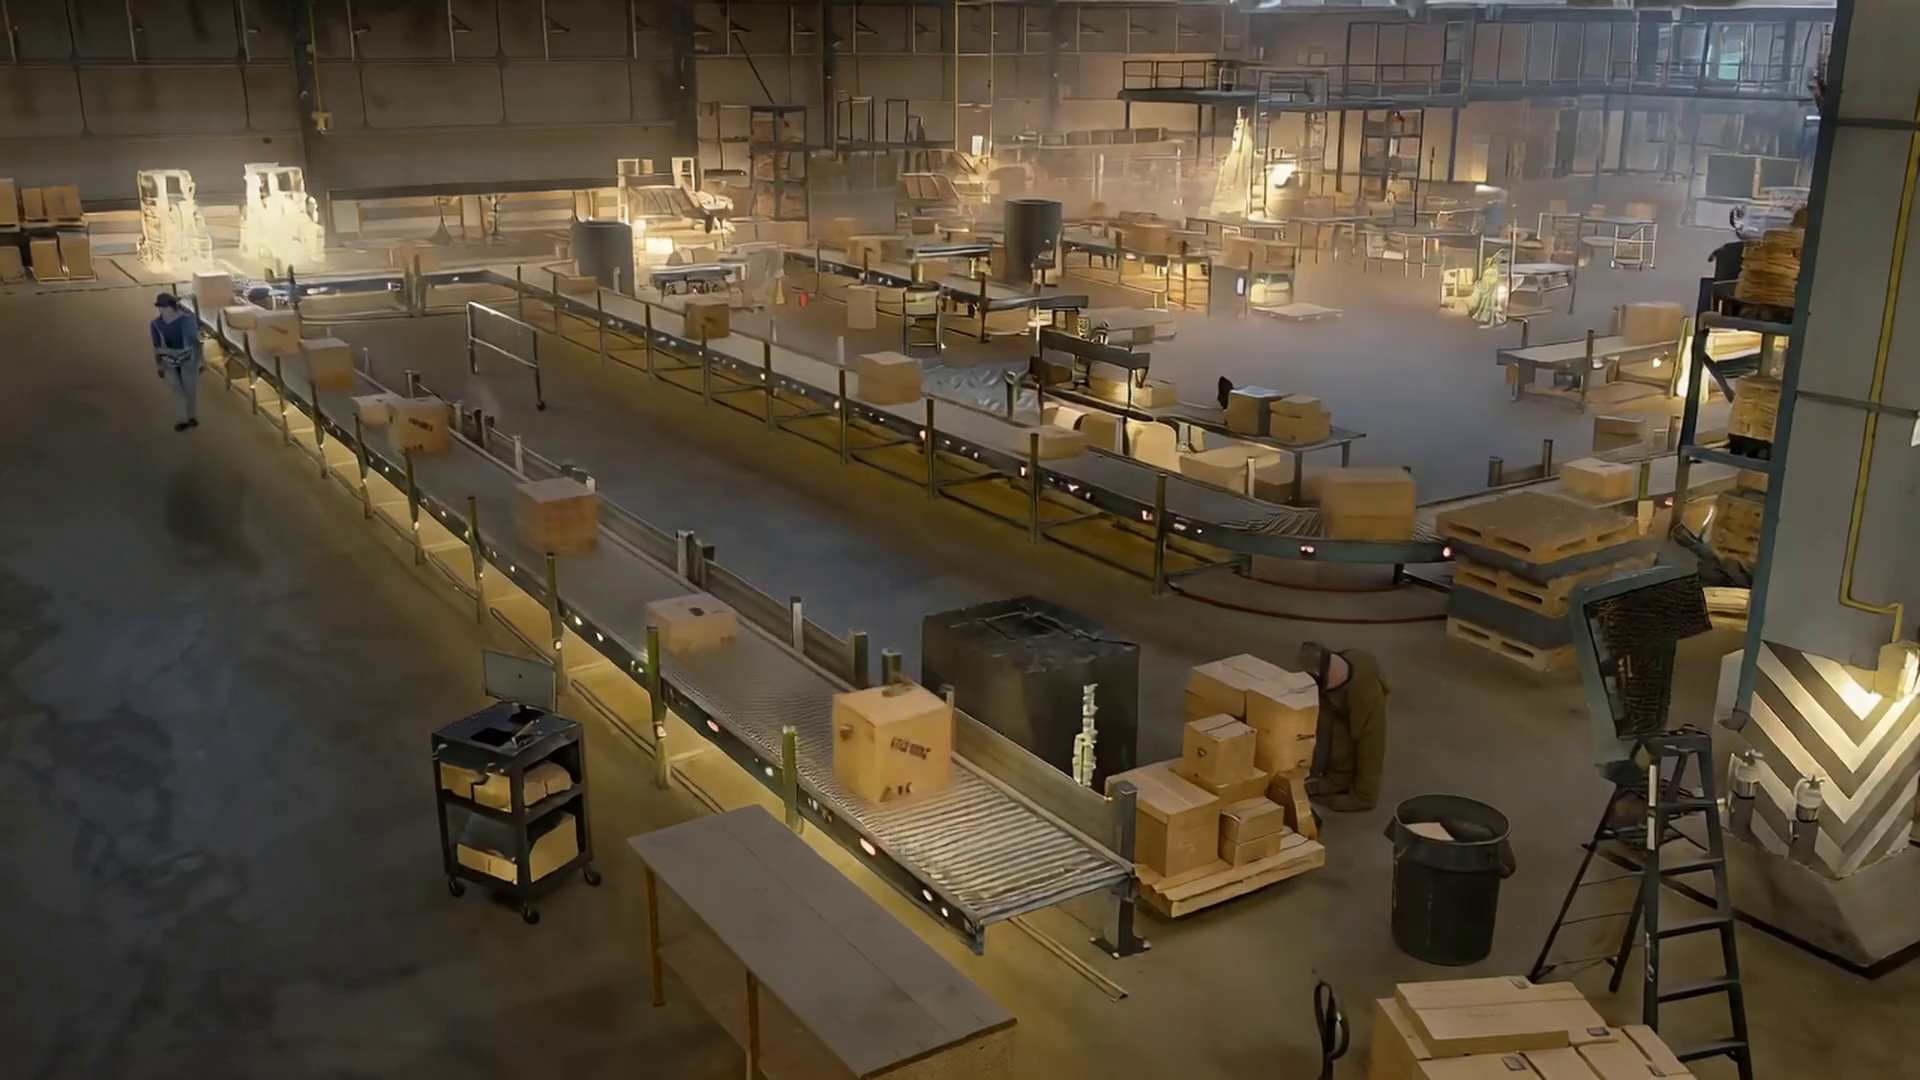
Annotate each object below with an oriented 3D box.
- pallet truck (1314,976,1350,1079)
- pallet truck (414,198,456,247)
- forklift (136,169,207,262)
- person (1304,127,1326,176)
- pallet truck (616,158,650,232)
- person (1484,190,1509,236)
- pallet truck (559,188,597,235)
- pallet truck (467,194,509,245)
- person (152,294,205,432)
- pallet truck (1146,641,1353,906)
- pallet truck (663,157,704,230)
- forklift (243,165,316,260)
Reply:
[{"bbox_3d":[2.299,2.390,7.086,1.601,1.201,0.680,-2,17,-7],"label":"pallet truck"},{"bbox_3d":[-13.250,-8.060,41.856,0.680,1.201,1.601,-10,20,-31],"label":"pallet truck"},{"bbox_3d":[-17.842,-7.318,37.559,1.157,1.987,2.680,-10,20,-31],"label":"forklift"},{"bbox_3d":[13.463,-14.663,62.784,0.587,1.854,0.906,-12,20,-34],"label":"person"},{"bbox_3d":[-8.918,-9.176,44.255,0.823,1.965,1.885,-9,19,-27],"label":"pallet truck"},{"bbox_3d":[12.136,-7.077,37.732,0.549,1.719,0.539,-3,17,-9],"label":"person"},{"bbox_3d":[-10.010,-8.652,43.699,0.653,1.274,1.630,-10,20,-31],"label":"pallet truck"},{"bbox_3d":[-11.983,-8.177,42.137,0.704,1.261,1.522,-11,20,-33],"label":"pallet truck"},{"bbox_3d":[-10.248,-2.323,21.806,0.640,1.793,0.547,-3,17,-9],"label":"person"},{"bbox_3d":[1.664,1.407,10.232,1.630,1.274,0.653,-10,20,-31],"label":"pallet truck"},{"bbox_3d":[-7.586,-9.308,44.692,0.823,1.965,1.885,-11,20,-33],"label":"pallet truck"},{"bbox_3d":[-15.898,-7.669,38.708,1.157,1.987,2.680,-11,20,-33],"label":"forklift"}]
